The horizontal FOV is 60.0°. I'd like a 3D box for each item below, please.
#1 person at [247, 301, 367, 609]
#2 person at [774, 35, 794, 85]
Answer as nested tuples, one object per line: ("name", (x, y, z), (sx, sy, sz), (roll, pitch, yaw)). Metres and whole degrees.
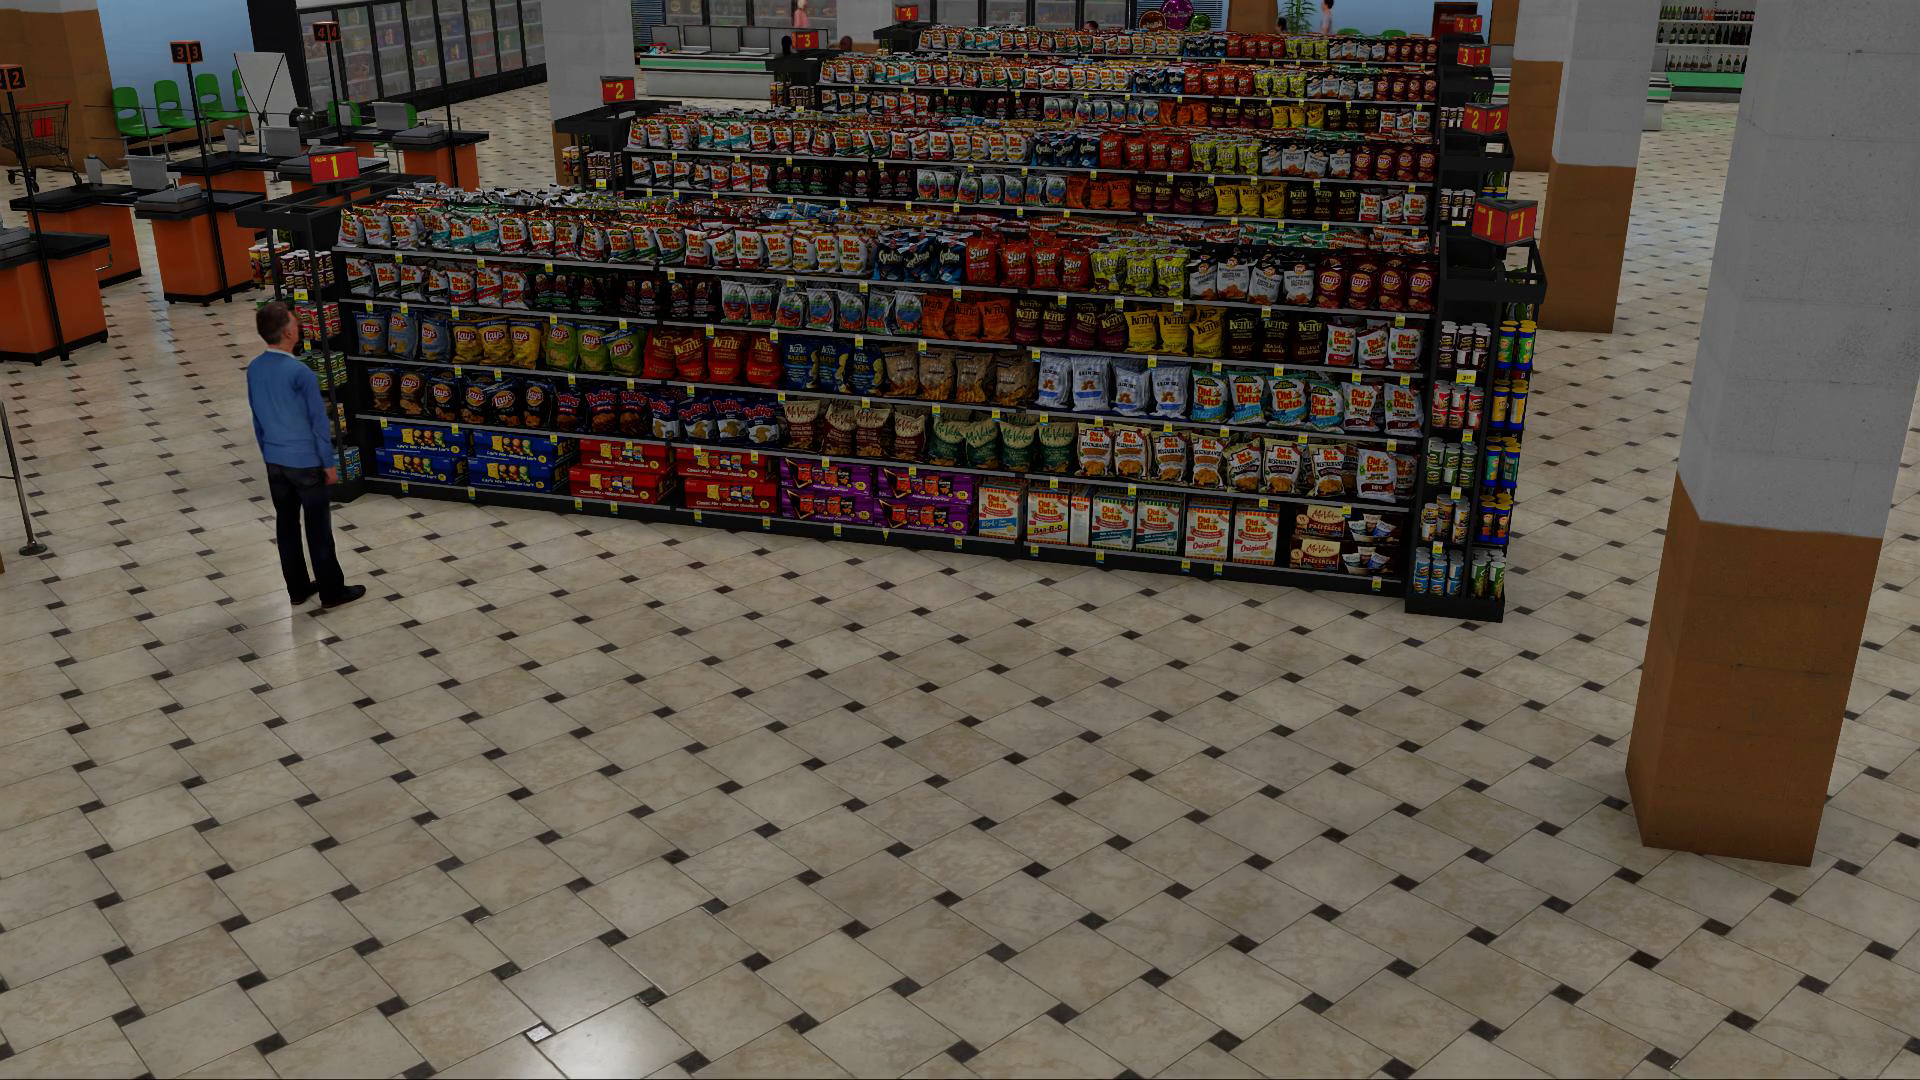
("person", (-3.853, -0.487, 9.639), (0.548, 1.819, 0.741), (9, 24, 21))
("person", (-2.711, -7.131, 26.365), (0.627, 1.678, 0.749), (-1, 22, -2))
